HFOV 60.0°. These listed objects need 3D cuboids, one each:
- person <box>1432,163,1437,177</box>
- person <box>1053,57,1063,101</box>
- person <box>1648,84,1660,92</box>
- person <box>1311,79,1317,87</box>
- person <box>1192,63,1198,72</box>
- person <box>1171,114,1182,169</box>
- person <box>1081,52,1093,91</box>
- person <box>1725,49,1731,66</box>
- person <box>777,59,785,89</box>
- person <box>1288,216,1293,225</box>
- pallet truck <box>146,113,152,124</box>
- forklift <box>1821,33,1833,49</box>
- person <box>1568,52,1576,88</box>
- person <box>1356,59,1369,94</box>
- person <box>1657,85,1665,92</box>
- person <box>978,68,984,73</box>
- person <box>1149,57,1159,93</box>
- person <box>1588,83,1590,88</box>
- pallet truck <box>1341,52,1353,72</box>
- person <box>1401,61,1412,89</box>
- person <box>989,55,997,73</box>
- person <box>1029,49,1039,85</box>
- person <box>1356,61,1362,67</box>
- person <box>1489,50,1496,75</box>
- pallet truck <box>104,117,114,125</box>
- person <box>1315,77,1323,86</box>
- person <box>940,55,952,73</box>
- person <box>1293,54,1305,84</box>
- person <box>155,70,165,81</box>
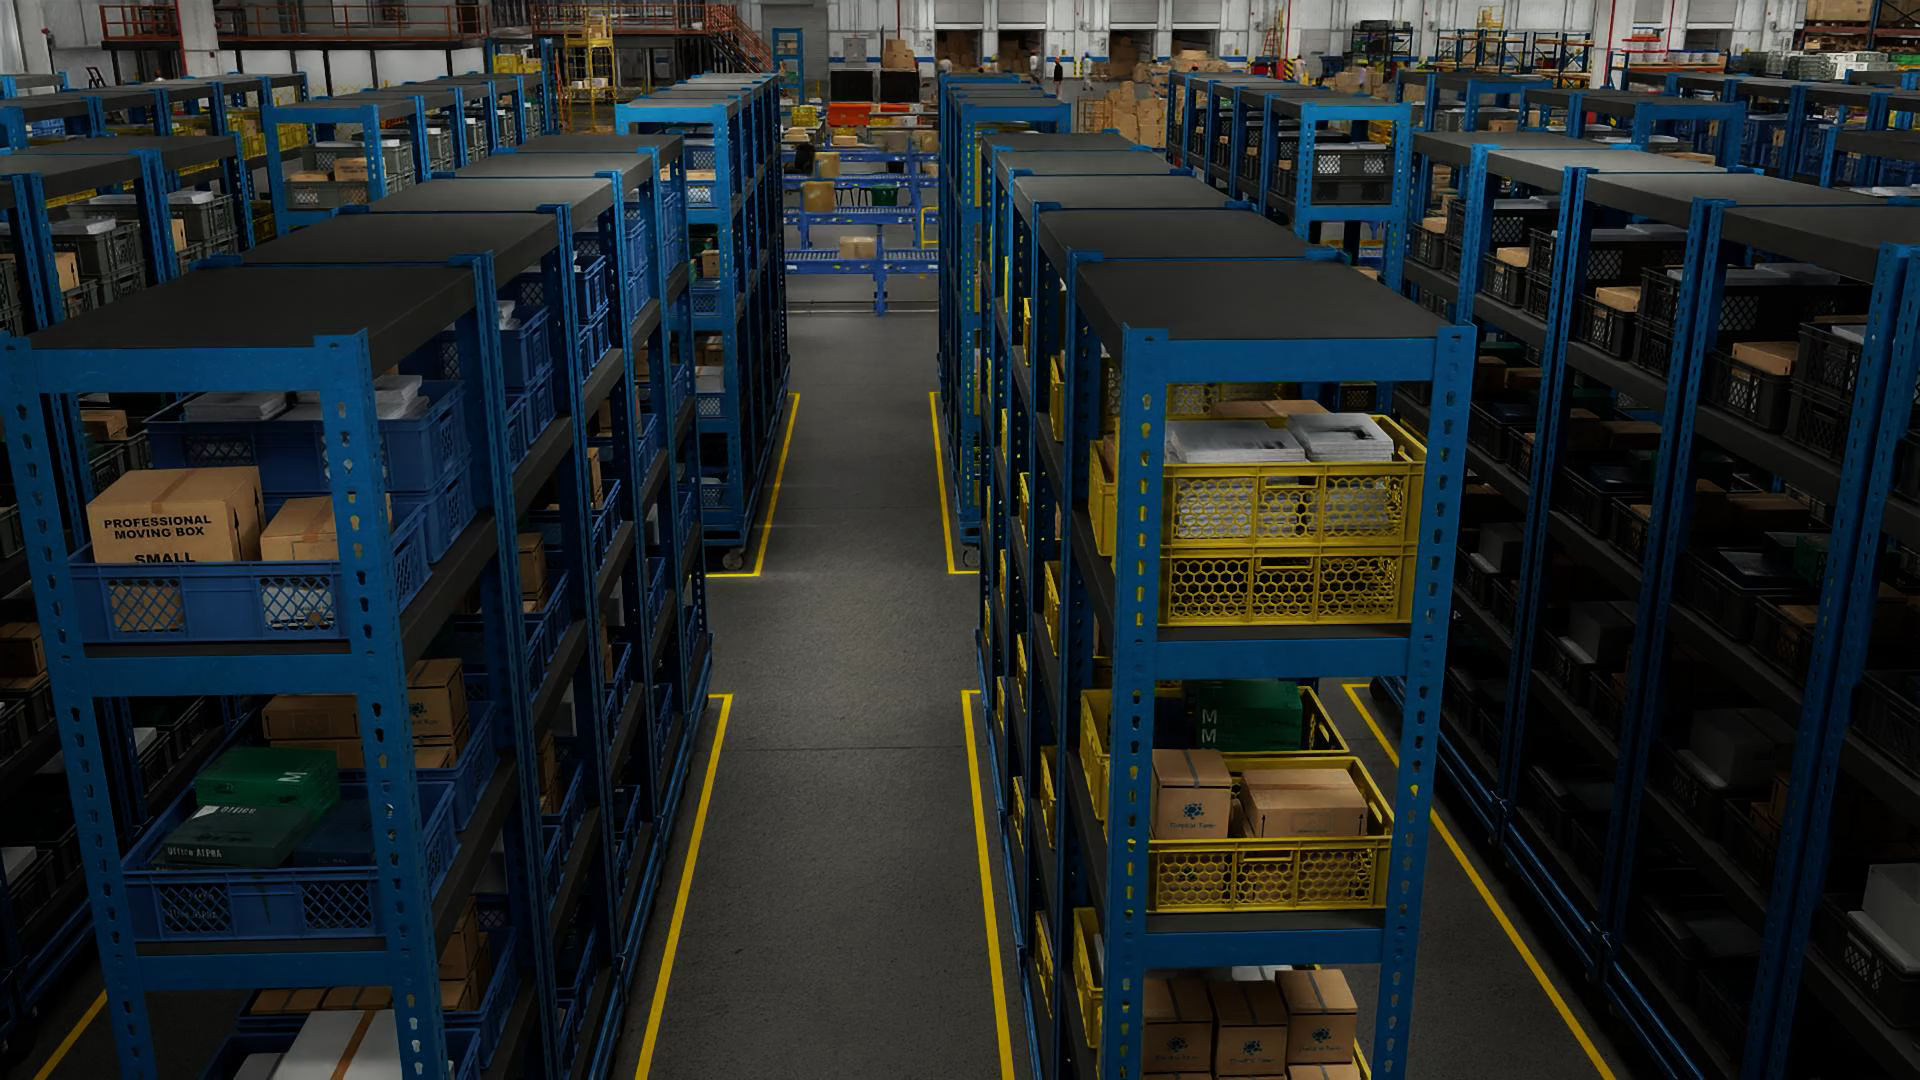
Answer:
[{"bbox_3d":[11.906,-9.947,41.959,0.546,1.680,0.430,0,18,1],"label":"person"},{"bbox_3d":[4.357,-20.543,74.248,0.378,1.996,0.611,-9,20,-27],"label":"person"},{"bbox_3d":[22.975,-14.355,55.029,1.004,2.000,0.701,8,20,23],"label":"person"},{"bbox_3d":[12.175,-15.056,57.588,0.546,1.798,0.667,-9,20,-27],"label":"person"},{"bbox_3d":[9.242,-17.810,65.742,0.606,2.035,0.406,5,19,16],"label":"person"},{"bbox_3d":[5.216,-9.370,40.074,0.385,1.755,0.534,-2,18,-6],"label":"person"},{"bbox_3d":[6.479,-23.772,84.361,0.764,1.925,0.610,16,24,41],"label":"person"},{"bbox_3d":[41.593,-25.680,90.264,0.368,1.932,0.622,0,18,1],"label":"person"},{"bbox_3d":[-8.783,-22.749,81.349,0.431,1.836,0.619,-7,19,-22],"label":"person"},{"bbox_3d":[4.068,-3.150,20.586,0.648,1.894,0.641,2,18,6],"label":"person"},{"bbox_3d":[-18.087,-8.309,36.390,1.885,1.965,0.823,-1,18,-4],"label":"pallet truck"},{"bbox_3d":[43.362,-23.988,83.493,1.873,2.768,1.129,13,22,35],"label":"forklift"},{"bbox_3d":[30.527,-23.368,83.089,0.378,1.937,0.628,13,22,34],"label":"person"},{"bbox_3d":[17.762,-20.297,73.633,0.598,1.901,0.604,7,19,21],"label":"person"},{"bbox_3d":[25.814,-16.432,61.644,0.396,1.921,0.582,-13,22,-35],"label":"person"},{"bbox_3d":[0.824,-17.452,64.894,0.534,1.864,0.310,-12,21,-32],"label":"person"},{"bbox_3d":[9.632,-23.115,82.614,0.492,1.742,0.320,3,18,11],"label":"person"},{"bbox_3d":[29.500,-21.512,77.555,0.938,1.797,0.535,17,24,42],"label":"person"},{"bbox_3d":[18.794,-23.123,82.231,0.823,1.965,1.885,-13,22,-35],"label":"pallet truck"},{"bbox_3d":[21.281,-22.053,79.461,0.540,1.662,0.860,2,18,7],"label":"person"},{"bbox_3d":[1.542,-22.391,80.152,0.417,1.882,0.615,-13,22,-34],"label":"person"},{"bbox_3d":[3.967,-25.356,89.263,0.597,1.925,0.567,15,23,38],"label":"person"},{"bbox_3d":[18.278,-21.145,76.519,0.776,1.733,0.542,0,18,1],"label":"person"},{"bbox_3d":[27.915,-24.674,87.171,0.432,1.906,0.585,-4,18,-12],"label":"person"},{"bbox_3d":[-18.367,-7.885,35.078,1.885,1.965,0.823,1,18,2],"label":"pallet truck"},{"bbox_3d":[12.226,-14.860,56.860,0.328,1.876,0.513,1,18,4],"label":"person"},{"bbox_3d":[-0.711,-22.795,81.431,0.741,1.874,1.047,7,19,21],"label":"person"},{"bbox_3d":[16.904,-23.270,82.937,0.634,1.841,0.429,7,19,21],"label":"person"},{"bbox_3d":[-30.070,-16.720,62.602,0.356,1.883,0.572,0,18,1],"label":"person"}]
